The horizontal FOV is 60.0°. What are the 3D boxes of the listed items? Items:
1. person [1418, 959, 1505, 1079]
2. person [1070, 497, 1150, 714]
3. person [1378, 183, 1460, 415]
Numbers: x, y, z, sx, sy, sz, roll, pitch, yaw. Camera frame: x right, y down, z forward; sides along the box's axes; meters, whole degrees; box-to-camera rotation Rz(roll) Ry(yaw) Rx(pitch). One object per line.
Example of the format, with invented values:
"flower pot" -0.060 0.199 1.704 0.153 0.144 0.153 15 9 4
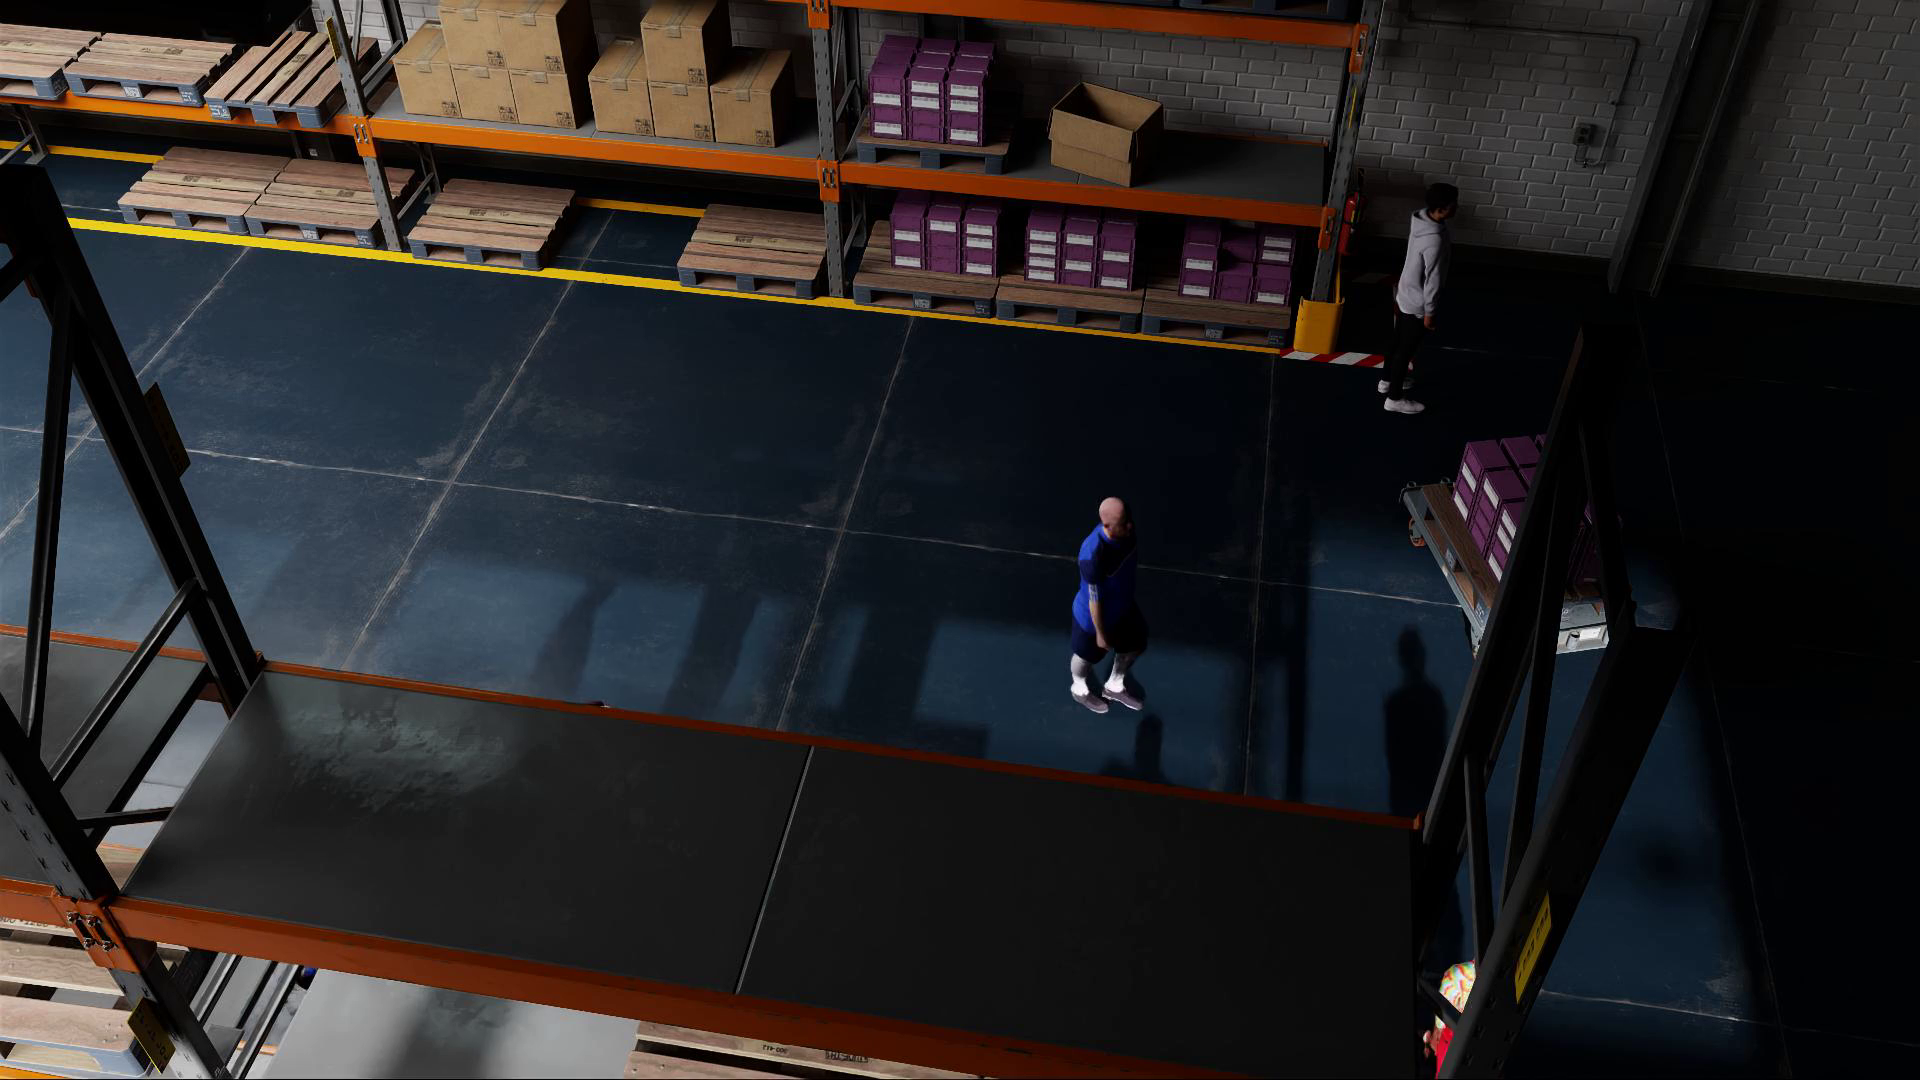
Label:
"person" 2.474 2.390 8.207 0.863 1.774 0.807 -7 44 -7
"person" 0.820 0.396 10.265 0.844 1.822 0.806 26 49 24
"person" 3.440 -1.834 12.529 0.654 1.930 0.722 0 44 0
